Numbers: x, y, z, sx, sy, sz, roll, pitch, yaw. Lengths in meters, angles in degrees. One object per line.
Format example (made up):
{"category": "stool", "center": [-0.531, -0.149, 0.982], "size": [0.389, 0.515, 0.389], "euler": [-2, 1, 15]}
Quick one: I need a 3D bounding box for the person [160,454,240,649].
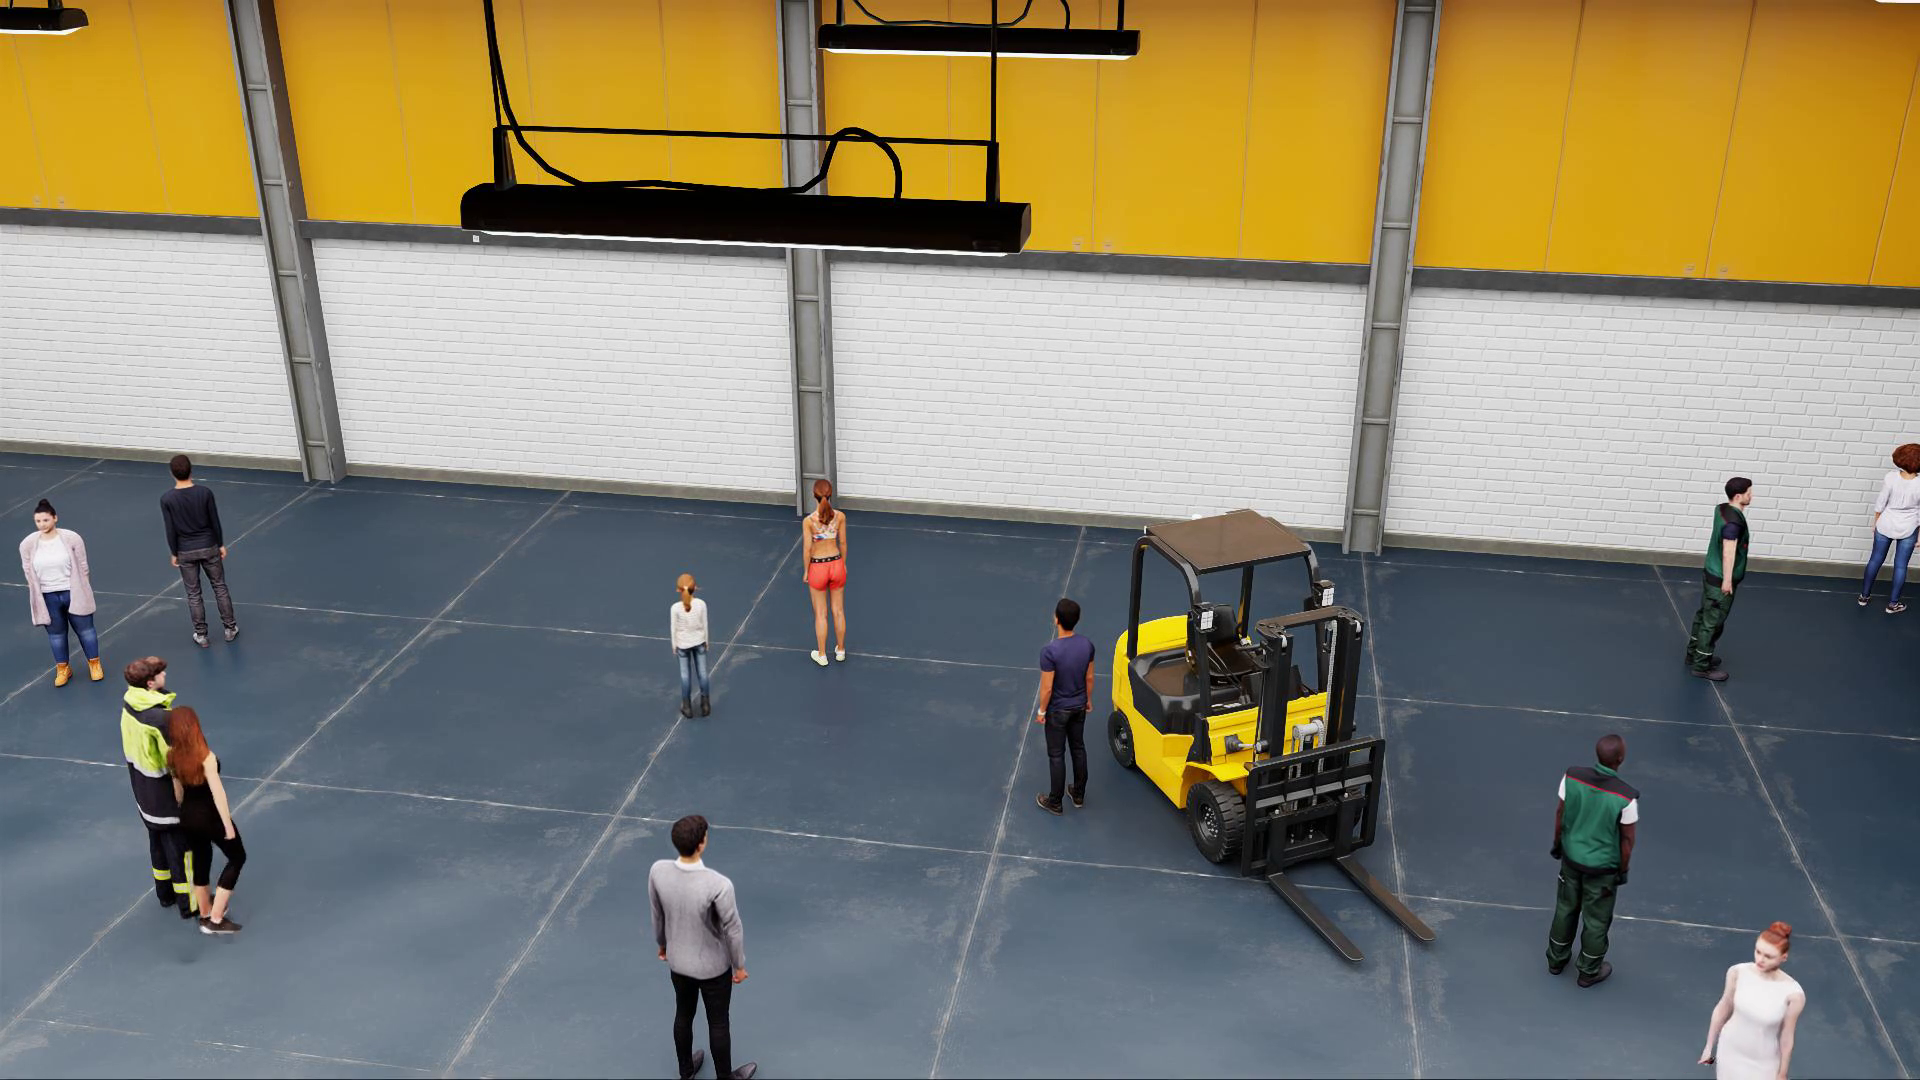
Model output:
{"category": "person", "center": [-7.087, 0.097, 15.472], "size": [0.696, 1.871, 0.769], "euler": [-14, 27, -29]}

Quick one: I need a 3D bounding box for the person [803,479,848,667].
{"category": "person", "center": [-1.215, 0.290, 15.129], "size": [0.653, 1.791, 0.733], "euler": [-9, 25, -20]}

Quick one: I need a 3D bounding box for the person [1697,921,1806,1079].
{"category": "person", "center": [4.437, 2.860, 9.263], "size": [0.780, 1.781, 0.714], "euler": [-20, 30, -38]}

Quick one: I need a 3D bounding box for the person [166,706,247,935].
{"category": "person", "center": [-5.239, 1.951, 11.437], "size": [0.651, 1.706, 0.726], "euler": [11, 26, 24]}

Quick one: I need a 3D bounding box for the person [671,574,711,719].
{"category": "person", "center": [-2.313, 0.906, 14.319], "size": [0.523, 1.312, 0.603], "euler": [-7, 25, -15]}

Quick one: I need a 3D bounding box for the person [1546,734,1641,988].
{"category": "person", "center": [4.152, 2.094, 10.943], "size": [0.850, 1.839, 0.761], "euler": [-20, 31, -39]}

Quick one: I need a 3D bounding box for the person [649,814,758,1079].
{"category": "person", "center": [-1.572, 2.486, 9.945], "size": [0.622, 1.921, 0.849], "euler": [9, 25, 20]}

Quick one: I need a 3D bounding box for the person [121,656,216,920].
{"category": "person", "center": [-5.571, 1.709, 11.649], "size": [0.783, 1.980, 0.930], "euler": [17, 29, 34]}

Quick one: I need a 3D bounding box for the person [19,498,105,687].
{"category": "person", "center": [-8.003, 0.453, 14.818], "size": [0.747, 1.743, 0.855], "euler": [-9, 25, -19]}

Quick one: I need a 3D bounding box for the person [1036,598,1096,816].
{"category": "person", "center": [0.819, 1.284, 12.855], "size": [0.685, 1.792, 0.771], "euler": [-13, 27, -27]}

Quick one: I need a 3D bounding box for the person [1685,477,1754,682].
{"category": "person", "center": [6.839, 0.315, 14.937], "size": [0.560, 1.900, 0.685], "euler": [5, 24, 12]}

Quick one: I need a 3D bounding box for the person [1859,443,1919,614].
{"category": "person", "center": [9.137, -0.137, 16.207], "size": [0.813, 1.711, 0.727], "euler": [-21, 31, -39]}
